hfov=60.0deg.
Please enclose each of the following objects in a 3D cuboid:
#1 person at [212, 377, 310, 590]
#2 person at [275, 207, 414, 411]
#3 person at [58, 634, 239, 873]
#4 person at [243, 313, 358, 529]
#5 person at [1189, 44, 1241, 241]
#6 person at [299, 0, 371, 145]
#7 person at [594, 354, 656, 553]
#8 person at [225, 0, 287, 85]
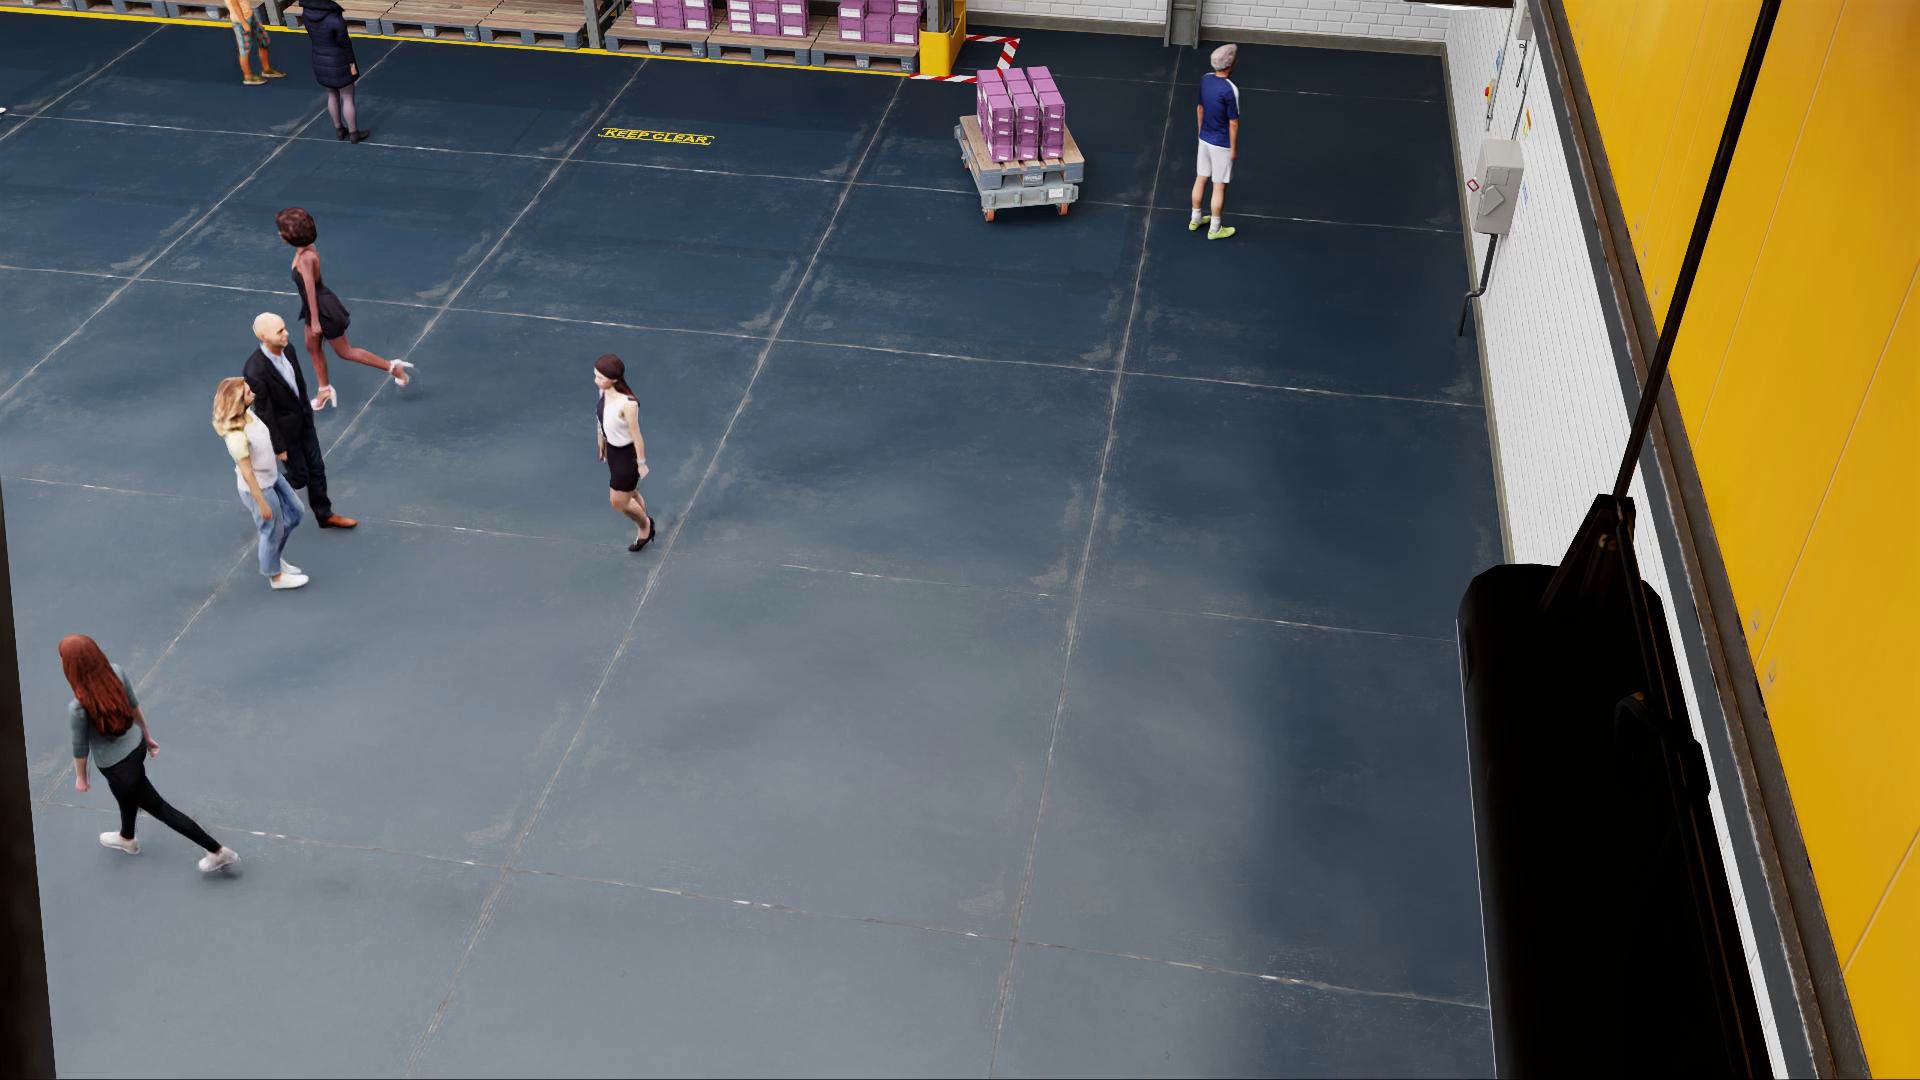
[{"bbox_3d":[-4.815,-0.341,11.216,0.767,1.711,0.757,-10,40,-12],"label":"person"},{"bbox_3d":[-4.867,-1.777,12.977,1.117,1.758,0.953,-17,42,-20],"label":"person"},{"bbox_3d":[-4.560,1.253,9.225,1.124,1.705,0.577,7,39,8],"label":"person"},{"bbox_3d":[-4.788,-0.803,11.734,0.953,1.787,0.730,11,40,14],"label":"person"},{"bbox_3d":[2.357,-3.666,15.278,0.775,1.838,0.709,-25,45,-28],"label":"person"},{"bbox_3d":[-6.377,-4.862,16.907,0.642,1.675,0.771,14,41,17],"label":"person"},{"bbox_3d":[-2.269,-0.603,11.605,0.743,1.637,0.669,-30,47,-32],"label":"person"},{"bbox_3d":[-7.871,-5.668,18.095,0.709,1.451,0.618,-2,39,-2],"label":"person"}]
